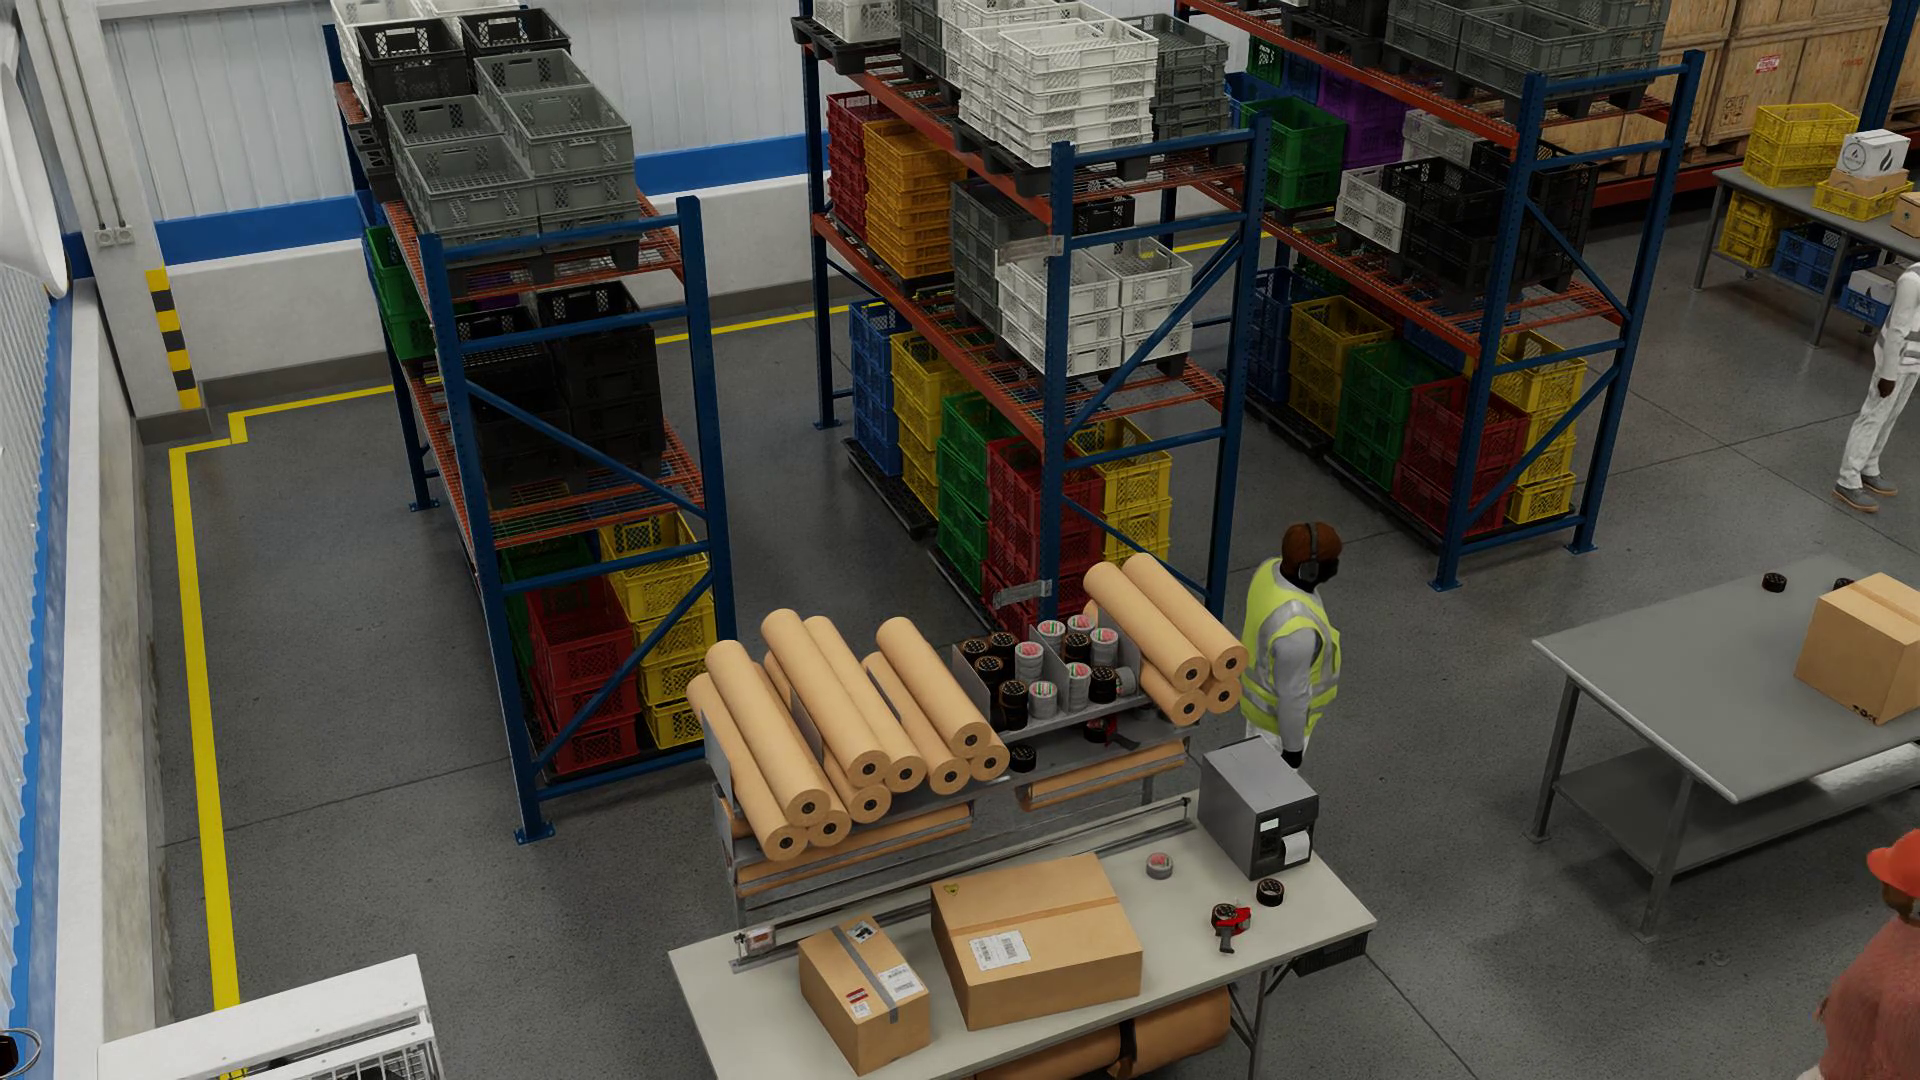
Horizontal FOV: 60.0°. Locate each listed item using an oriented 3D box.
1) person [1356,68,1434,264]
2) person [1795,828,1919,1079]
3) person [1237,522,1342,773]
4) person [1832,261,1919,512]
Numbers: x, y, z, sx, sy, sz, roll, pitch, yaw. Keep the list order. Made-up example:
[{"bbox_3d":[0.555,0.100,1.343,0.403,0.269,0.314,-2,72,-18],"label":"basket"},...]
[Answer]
[{"bbox_3d":[3.363,-2.914,13.099,0.627,1.941,0.374,2,32,4],"label":"person"},{"bbox_3d":[3.072,1.738,5.541,1.023,1.952,0.612,26,40,35],"label":"person"},{"bbox_3d":[1.424,0.722,7.295,0.428,1.836,0.628,0,32,0],"label":"person"},{"bbox_3d":[5.795,-1.093,10.192,0.574,1.884,0.360,-23,38,-32],"label":"person"}]
